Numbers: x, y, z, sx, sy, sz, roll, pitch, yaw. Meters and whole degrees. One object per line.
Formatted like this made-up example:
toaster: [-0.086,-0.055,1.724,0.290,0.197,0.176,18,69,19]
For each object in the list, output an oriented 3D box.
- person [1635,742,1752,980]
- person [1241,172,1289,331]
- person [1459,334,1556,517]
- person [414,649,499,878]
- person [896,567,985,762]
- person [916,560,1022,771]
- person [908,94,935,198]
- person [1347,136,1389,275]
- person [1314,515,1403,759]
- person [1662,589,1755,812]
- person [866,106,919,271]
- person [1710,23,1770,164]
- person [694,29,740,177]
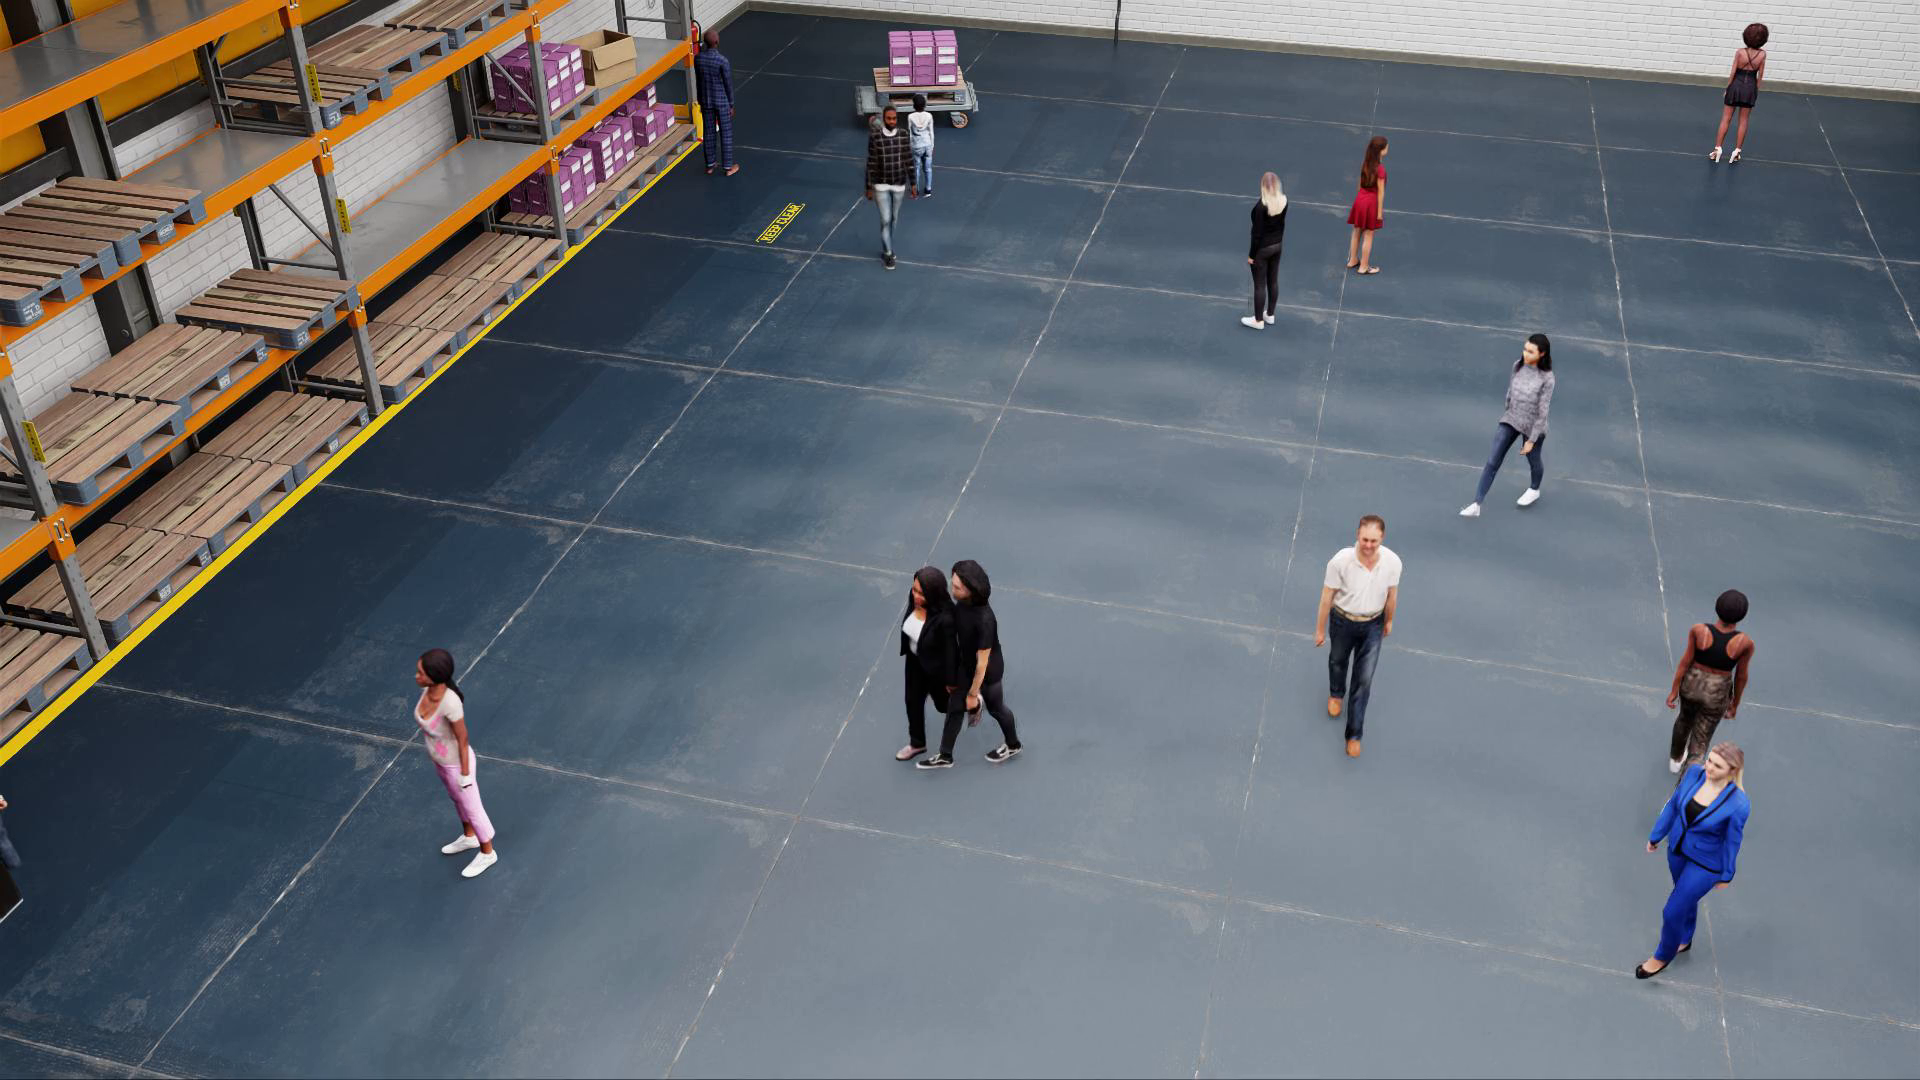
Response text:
person: [4.471,1.873,9.955,0.899,1.682,0.845,-13,36,-19]
person: [3.193,-3.007,17.293,0.670,1.685,0.751,-22,40,-30]
person: [4.887,-0.972,14.236,1.221,1.681,1.055,-24,40,-31]
person: [-3.224,1.401,10.612,0.691,1.740,0.657,-24,40,-31]
person: [-0.128,0.833,11.598,1.090,1.594,0.940,-28,43,-35]
person: [0.221,0.840,11.408,1.090,1.793,1.062,-15,36,-21]
person: [-0.482,-4.850,20.453,0.539,1.257,0.576,-6,34,-8]
person: [4.554,-3.742,18.519,0.740,1.552,0.680,-15,36,-21]
person: [2.823,0.531,11.847,0.702,1.821,1.093,7,34,10]
person: [4.958,1.108,11.122,0.837,1.662,1.221,20,38,27]
person: [-0.818,-4.027,18.727,0.985,1.797,1.076,-12,35,-17]
person: [9.992,-5.710,21.267,0.560,1.788,0.527,9,35,14]
person: [-3.079,-5.506,20.936,0.642,1.815,0.567,10,35,14]
